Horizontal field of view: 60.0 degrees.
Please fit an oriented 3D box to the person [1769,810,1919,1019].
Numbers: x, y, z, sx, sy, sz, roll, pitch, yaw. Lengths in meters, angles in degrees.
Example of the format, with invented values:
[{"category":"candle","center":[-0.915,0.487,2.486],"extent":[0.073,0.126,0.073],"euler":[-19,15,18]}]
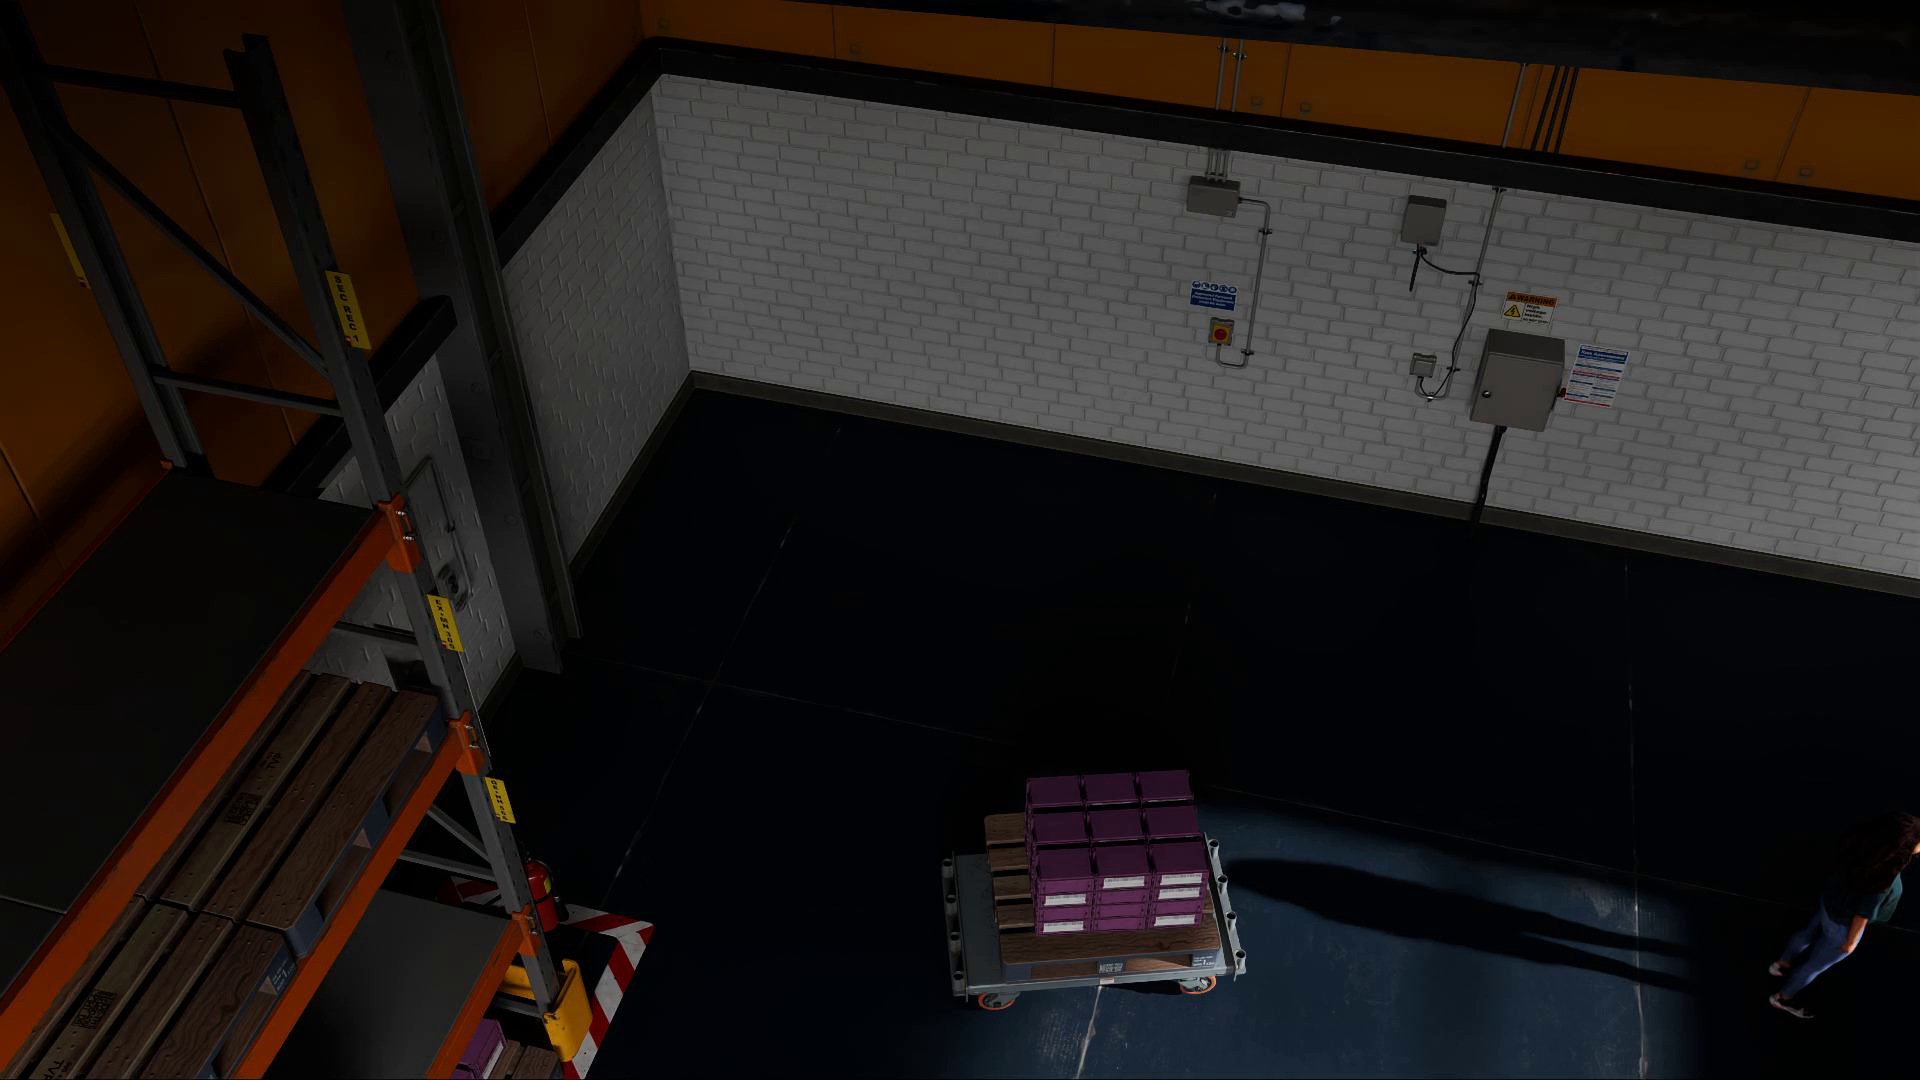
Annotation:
[{"category":"person","center":[4.775,2.005,8.995],"extent":[0.641,1.613,0.513],"euler":[12,45,12]}]
